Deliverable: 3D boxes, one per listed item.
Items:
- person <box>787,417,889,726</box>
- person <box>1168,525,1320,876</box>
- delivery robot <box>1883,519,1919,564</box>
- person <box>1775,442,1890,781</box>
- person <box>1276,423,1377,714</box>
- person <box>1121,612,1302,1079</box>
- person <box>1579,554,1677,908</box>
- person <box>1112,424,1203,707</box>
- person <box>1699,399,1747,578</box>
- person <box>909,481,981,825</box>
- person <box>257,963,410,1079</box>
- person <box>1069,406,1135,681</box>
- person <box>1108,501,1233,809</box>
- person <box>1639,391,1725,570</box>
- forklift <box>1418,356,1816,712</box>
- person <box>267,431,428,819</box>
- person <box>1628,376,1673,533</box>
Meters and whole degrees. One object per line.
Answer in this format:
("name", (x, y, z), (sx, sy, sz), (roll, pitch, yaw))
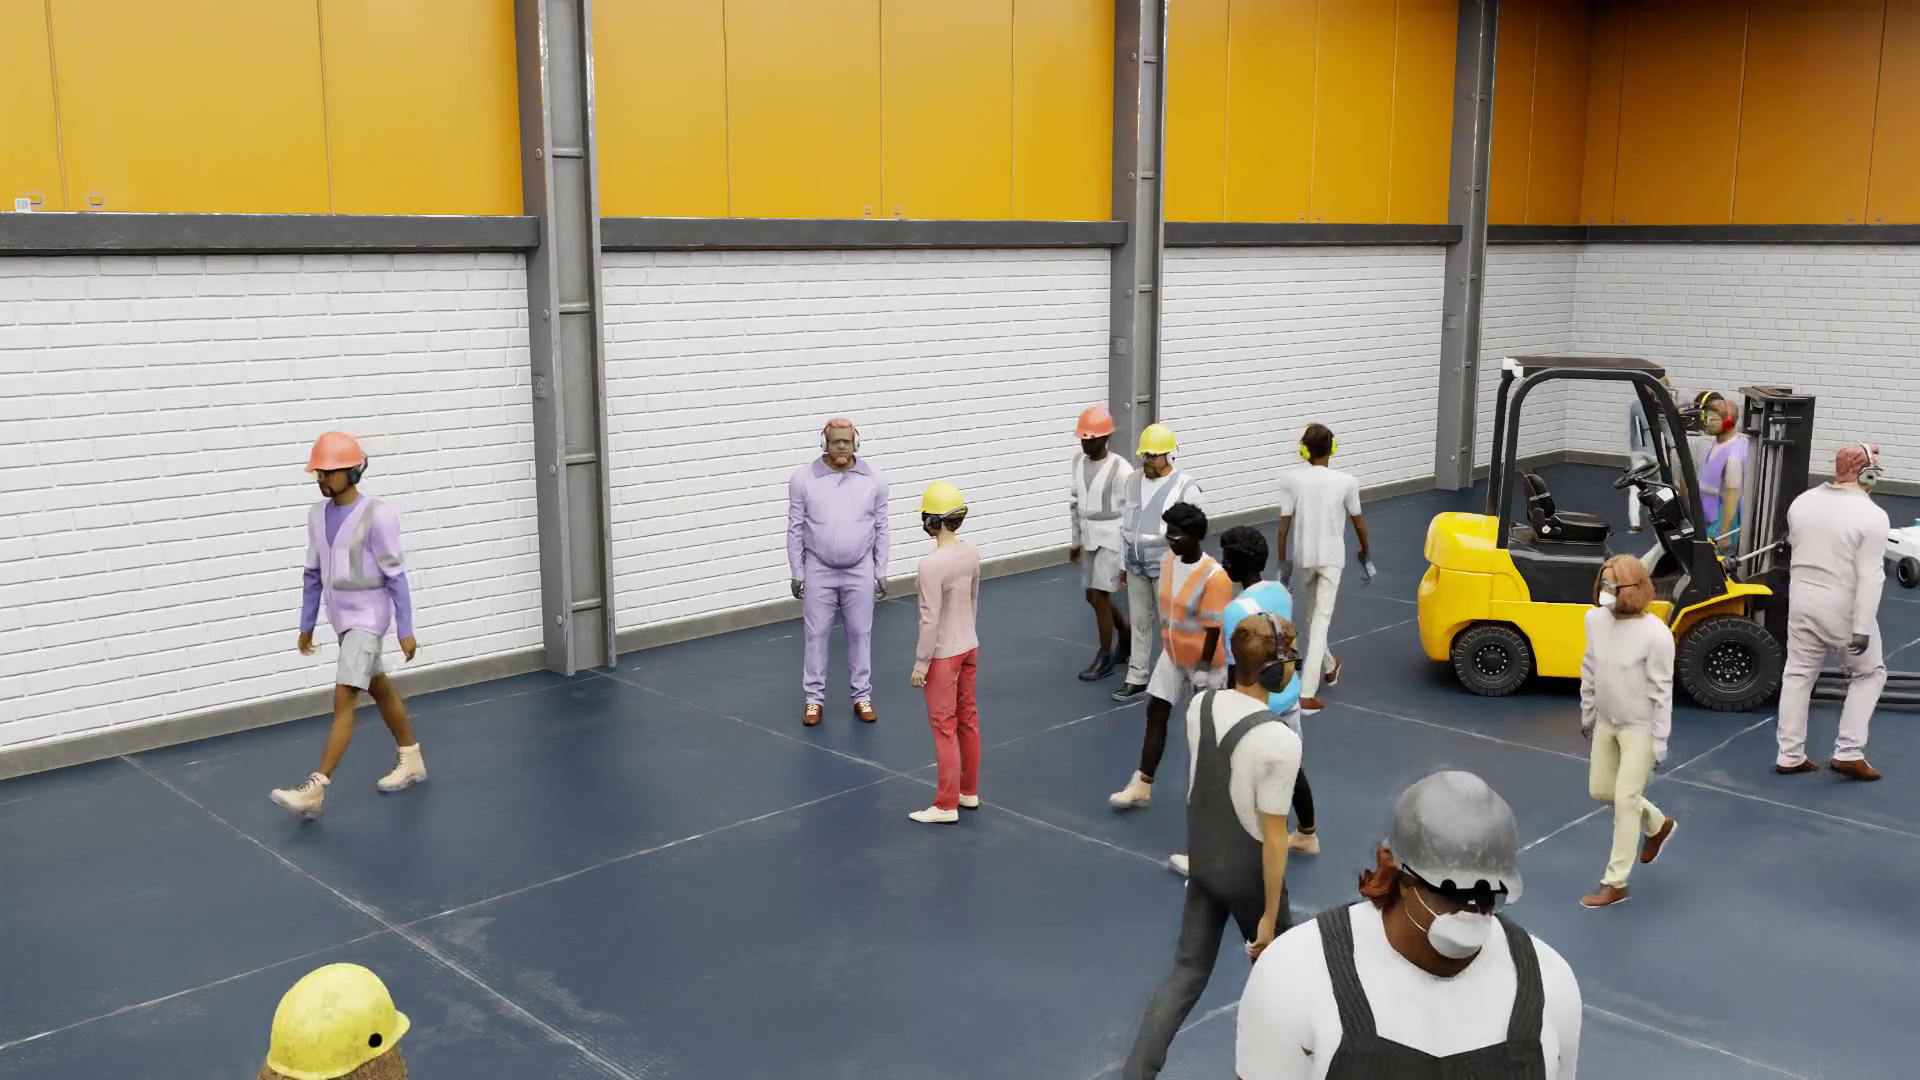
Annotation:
("person", (-0.742, 0.192, 10.261), (0.640, 1.911, 0.410), (-2, 11, -10))
("person", (1.363, 0.763, 7.870), (0.478, 1.658, 0.707), (8, 13, 38))
("delivery robot", (8.318, 0.060, 14.415), (0.477, 0.478, 0.707), (0, 10, 0))
("person", (4.871, 0.399, 9.210), (0.630, 1.887, 0.666), (-4, 11, -22))
("person", (2.356, 0.157, 10.718), (0.557, 1.802, 1.017), (6, 12, 31))
("person", (0.862, 1.124, 5.467), (0.912, 1.812, 0.524), (-8, 13, -38))
("person", (3.073, 0.839, 7.531), (0.599, 1.611, 0.515), (-5, 11, -24))
("person", (1.242, 0.163, 10.637), (0.587, 1.828, 0.404), (10, 14, 42))
("person", (5.595, -0.118, 12.153), (0.550, 1.829, 0.596), (3, 11, 14))
("person", (-0.082, 0.578, 8.541), (0.314, 1.769, 0.524), (6, 12, 29))
("person", (-1.111, 1.605, 3.035), (0.497, 1.734, 0.379), (4, 11, 20))
("person", (1.035, 0.008, 11.348), (0.767, 1.885, 0.561), (-8, 13, -37))
("person", (1.127, 0.620, 8.589), (0.780, 1.651, 0.555), (-7, 12, -32))
("person", (5.750, -0.296, 13.244), (0.954, 1.806, 0.590), (8, 13, 38))
("forklift", (4.276, -0.101, 11.076), (2.313, 2.155, 1.214), (2, 11, 13))
("person", (-3.246, 0.433, 8.703), (0.636, 1.990, 1.047), (7, 13, 34))
("person", (7.063, -0.879, 16.922), (0.702, 1.607, 0.505), (-9, 14, -41))
